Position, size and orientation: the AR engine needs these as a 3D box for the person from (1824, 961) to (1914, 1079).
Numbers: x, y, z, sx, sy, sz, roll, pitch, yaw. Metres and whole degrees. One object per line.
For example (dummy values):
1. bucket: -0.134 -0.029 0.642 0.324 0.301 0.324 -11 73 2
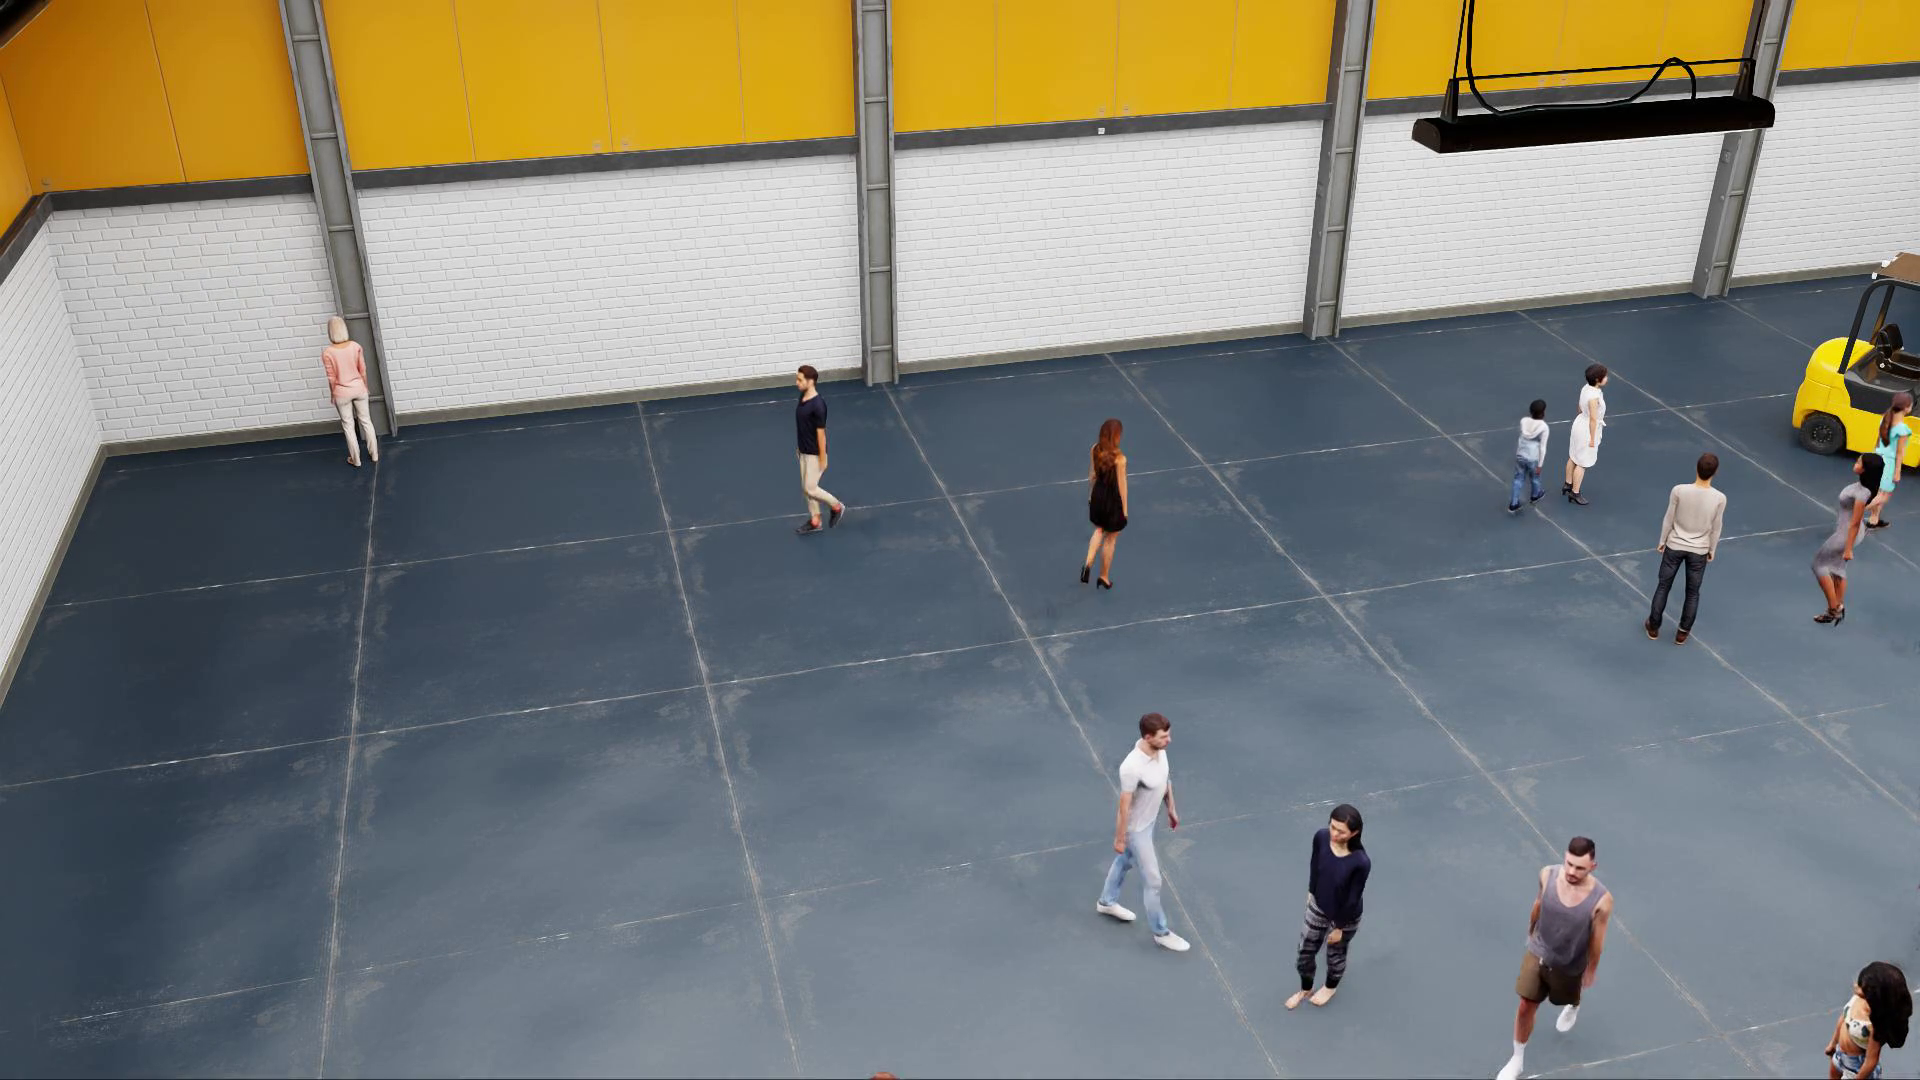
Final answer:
1. person: 5.246 3.109 9.757 0.694 1.611 0.657 5 29 8

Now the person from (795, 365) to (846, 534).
1. person: -1.419 -0.909 16.881 0.837 1.841 0.765 -16 32 -27

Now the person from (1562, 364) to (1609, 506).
1. person: 6.620 -1.138 17.600 0.598 1.556 0.609 0 29 1

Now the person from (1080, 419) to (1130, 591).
1. person: 1.328 -0.280 15.746 0.791 1.825 0.880 23 36 36

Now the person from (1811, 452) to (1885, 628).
1. person: 8.206 0.033 15.230 0.778 1.770 0.705 22 35 34

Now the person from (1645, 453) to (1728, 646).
1. person: 6.577 0.081 15.045 0.693 1.863 0.782 11 31 20

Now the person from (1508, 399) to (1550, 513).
1. person: 5.938 -0.863 17.430 0.735 1.236 0.851 22 35 34

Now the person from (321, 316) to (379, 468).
1. person: -6.744 -1.646 18.356 0.594 1.724 0.734 -21 35 -33

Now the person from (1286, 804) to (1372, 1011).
1. person: 2.533 2.384 10.975 0.790 1.717 0.742 -25 37 -37

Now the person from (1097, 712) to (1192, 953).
1. person: 1.173 1.959 11.647 1.118 1.820 1.047 14 31 23

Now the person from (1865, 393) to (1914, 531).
1. person: 9.362 -0.758 16.914 0.920 1.546 0.642 -3 29 -6

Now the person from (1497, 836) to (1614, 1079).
1. person: 3.788 2.546 10.395 1.069 1.809 1.252 21 35 34
